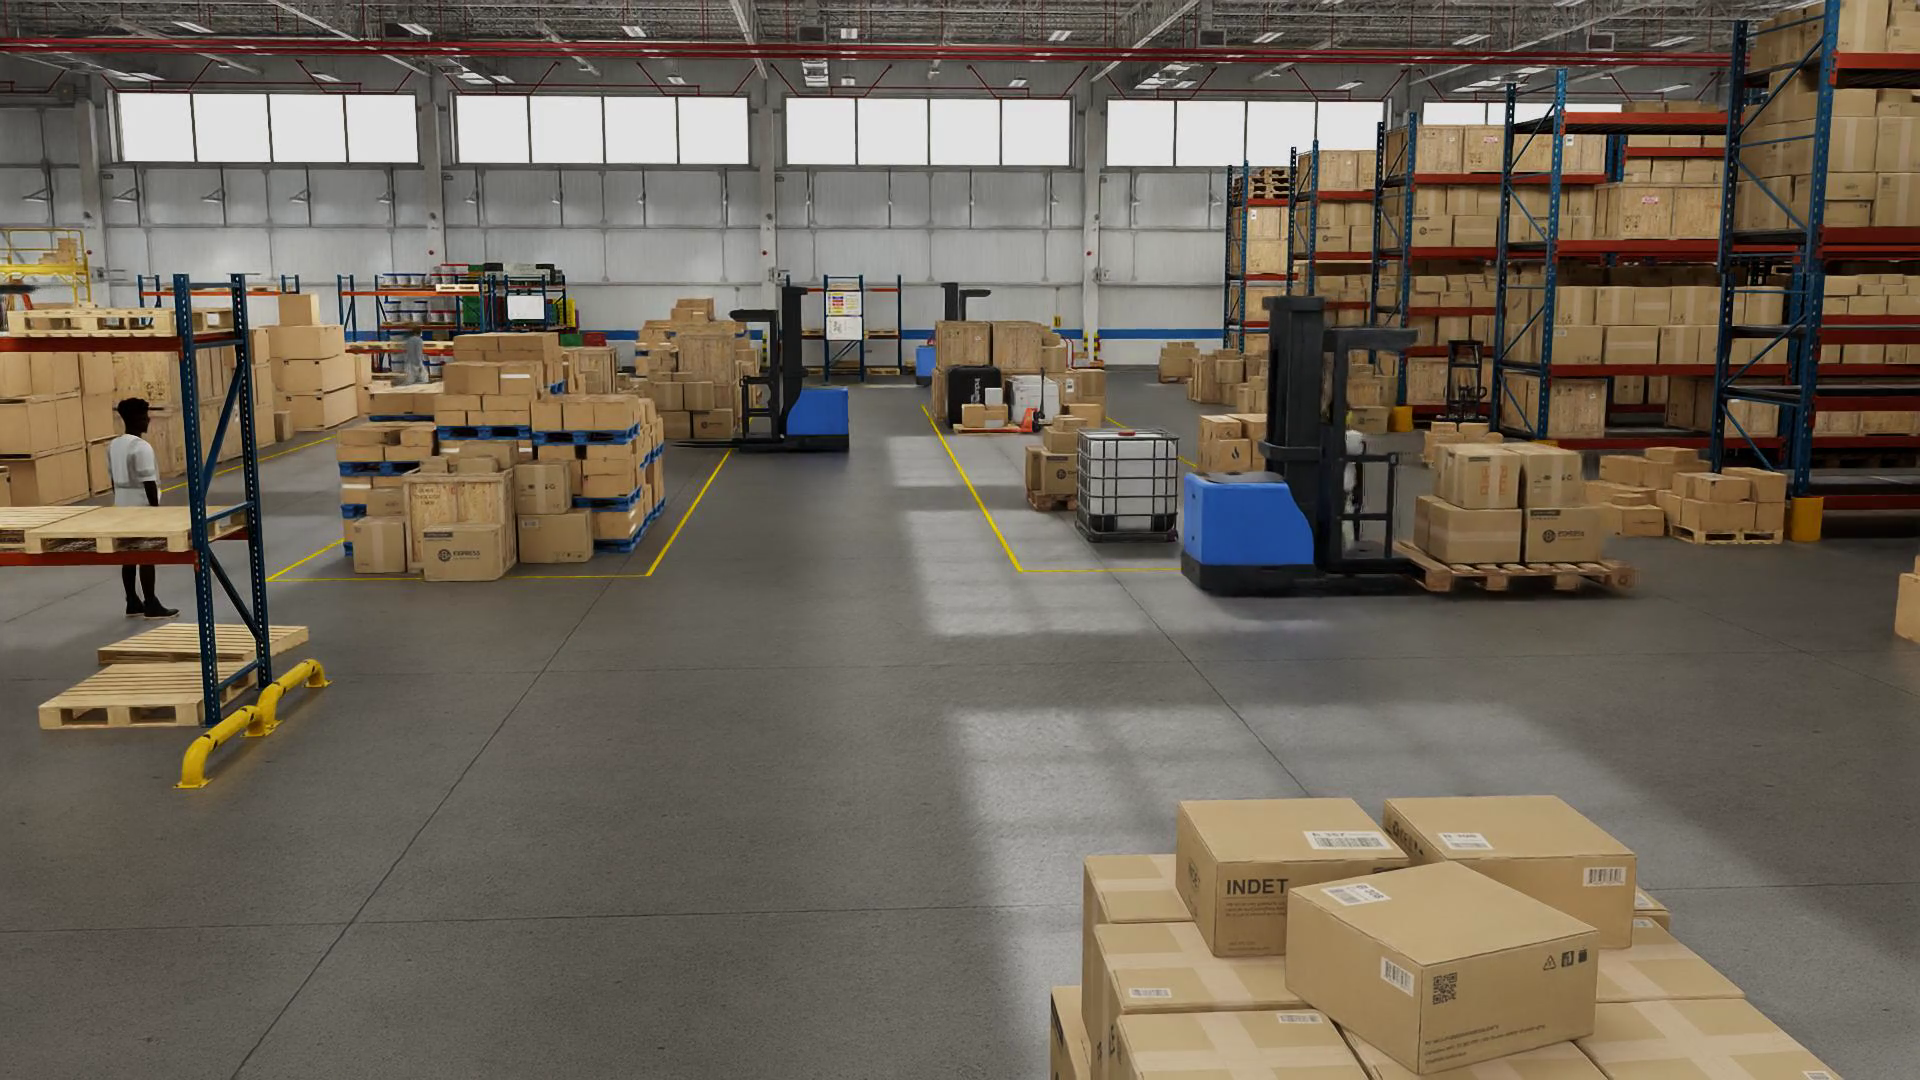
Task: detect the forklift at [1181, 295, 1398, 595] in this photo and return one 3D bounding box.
[{"bbox_3d":[3.157,-0.941,15.940,1.873,2.768,1.129,-1,9,-4],"label":"forklift"}]

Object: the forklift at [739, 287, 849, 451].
[{"bbox_3d":[-2.857,-2.959,28.607,1.873,2.768,1.129,-1,9,-4],"label":"forklift"}]

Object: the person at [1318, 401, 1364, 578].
[{"bbox_3d":[3.747,-0.483,16.397,0.541,1.835,0.903,-1,9,-6],"label":"person"}]

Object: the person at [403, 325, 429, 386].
[{"bbox_3d":[-12.668,-4.056,38.629,0.637,1.895,1.033,7,12,39],"label":"person"}]

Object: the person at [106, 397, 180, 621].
[{"bbox_3d":[-7.199,-0.272,14.598,0.603,1.966,0.367,6,11,33],"label":"person"}]

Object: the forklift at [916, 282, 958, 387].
[{"bbox_3d":[-0.255,-5.566,44.982,1.873,2.768,1.129,-1,9,-4],"label":"forklift"}]

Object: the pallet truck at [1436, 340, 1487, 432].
[{"bbox_3d":[8.004,-2.170,26.422,0.823,1.965,1.885,2,9,14],"label":"pallet truck"}]
